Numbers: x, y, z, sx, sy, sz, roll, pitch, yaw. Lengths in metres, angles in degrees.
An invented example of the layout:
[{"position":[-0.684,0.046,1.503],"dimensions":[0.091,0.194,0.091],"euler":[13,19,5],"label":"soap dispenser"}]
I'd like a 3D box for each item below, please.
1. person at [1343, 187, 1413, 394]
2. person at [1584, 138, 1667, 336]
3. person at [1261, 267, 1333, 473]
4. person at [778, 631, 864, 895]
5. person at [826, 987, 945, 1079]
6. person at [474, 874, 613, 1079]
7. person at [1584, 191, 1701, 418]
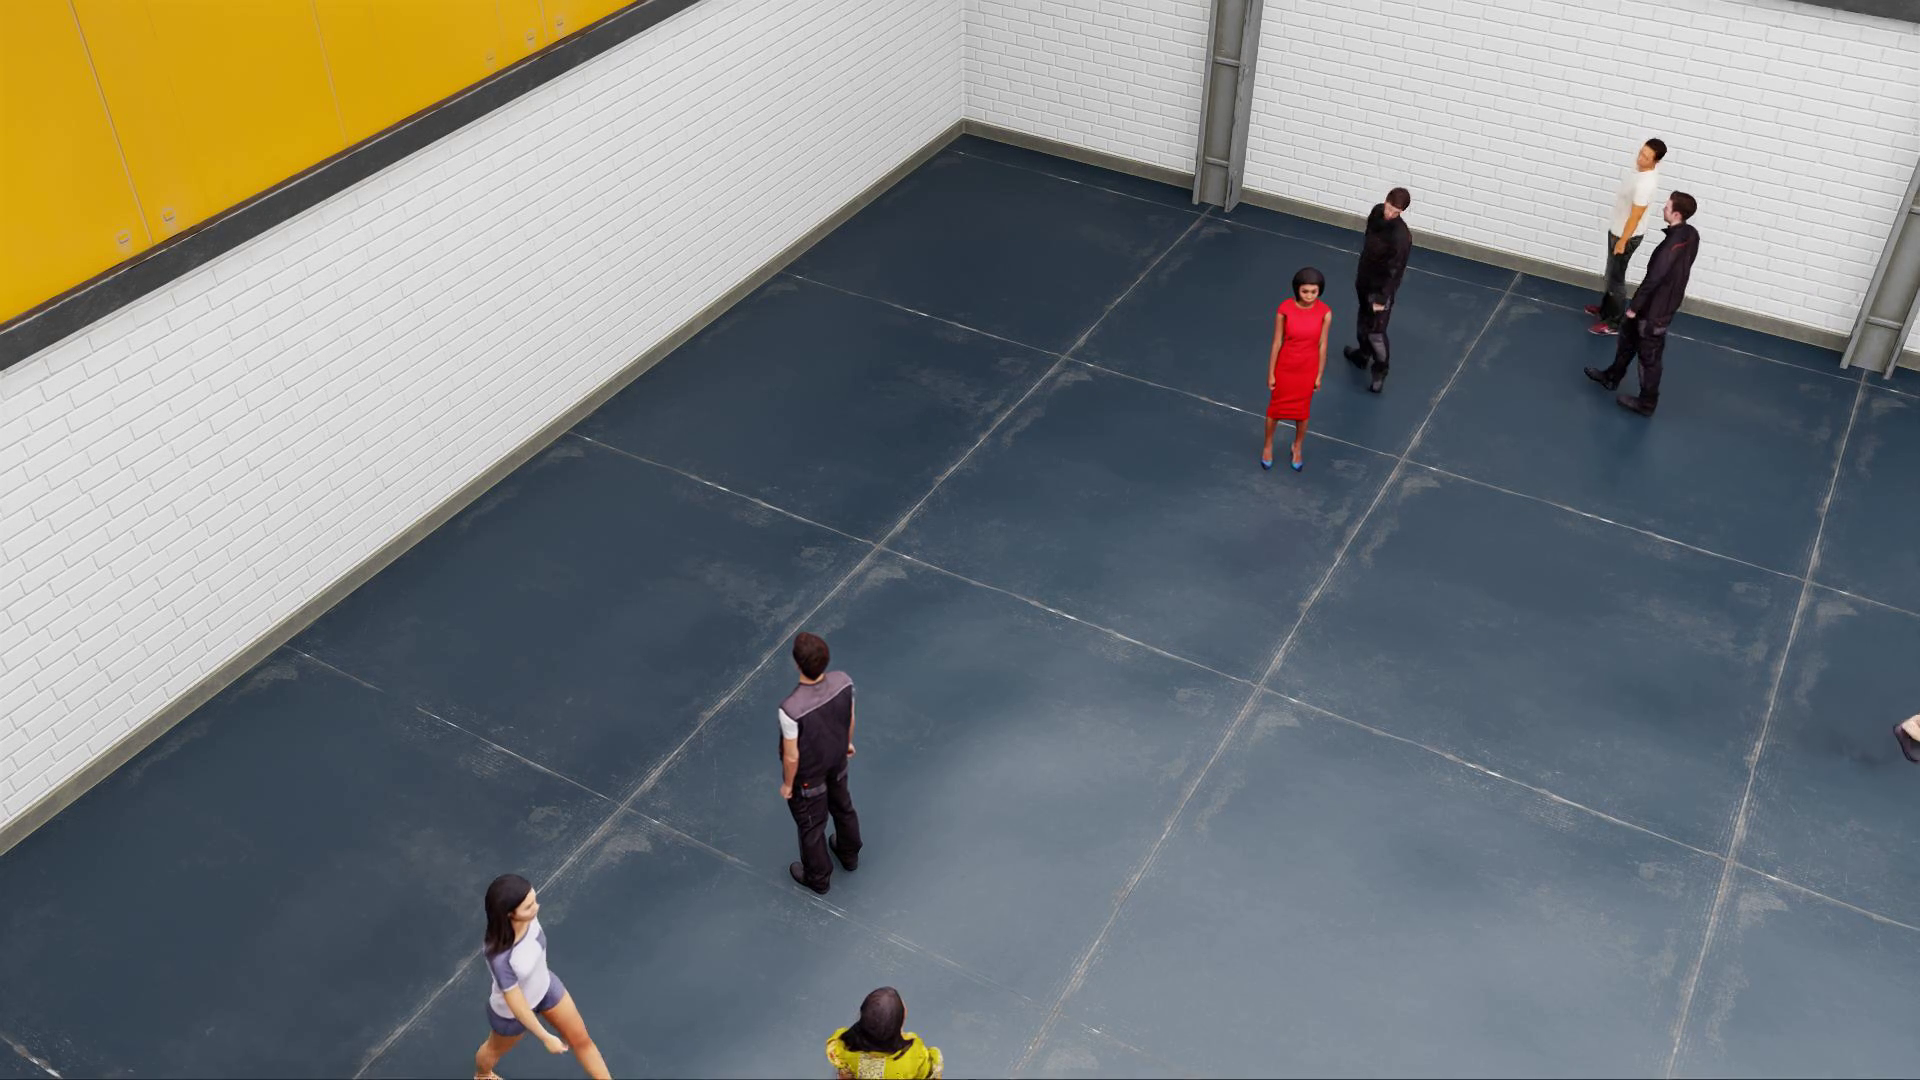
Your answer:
[{"position":[3.413,-2.129,13.546],"dimensions":[0.923,1.809,0.899],"euler":[2,39,2],"label":"person"},{"position":[5.690,-2.627,14.189],"dimensions":[0.618,1.786,0.722],"euler":[23,44,26],"label":"person"},{"position":[2.532,-1.279,12.536],"dimensions":[0.578,1.742,0.696],"euler":[2,39,3],"label":"person"},{"position":[-0.789,1.246,9.290],"dimensions":[0.728,1.848,0.678],"euler":[-31,48,-32],"label":"person"},{"position":[-0.356,2.718,7.648],"dimensions":[1.234,1.596,0.949],"euler":[12,40,15],"label":"person"},{"position":[-2.217,2.263,8.161],"dimensions":[1.233,1.666,0.811],"euler":[10,40,13],"label":"person"},{"position":[5.569,-1.820,13.094],"dimensions":[0.970,1.890,0.789],"euler":[27,46,30],"label":"person"}]
